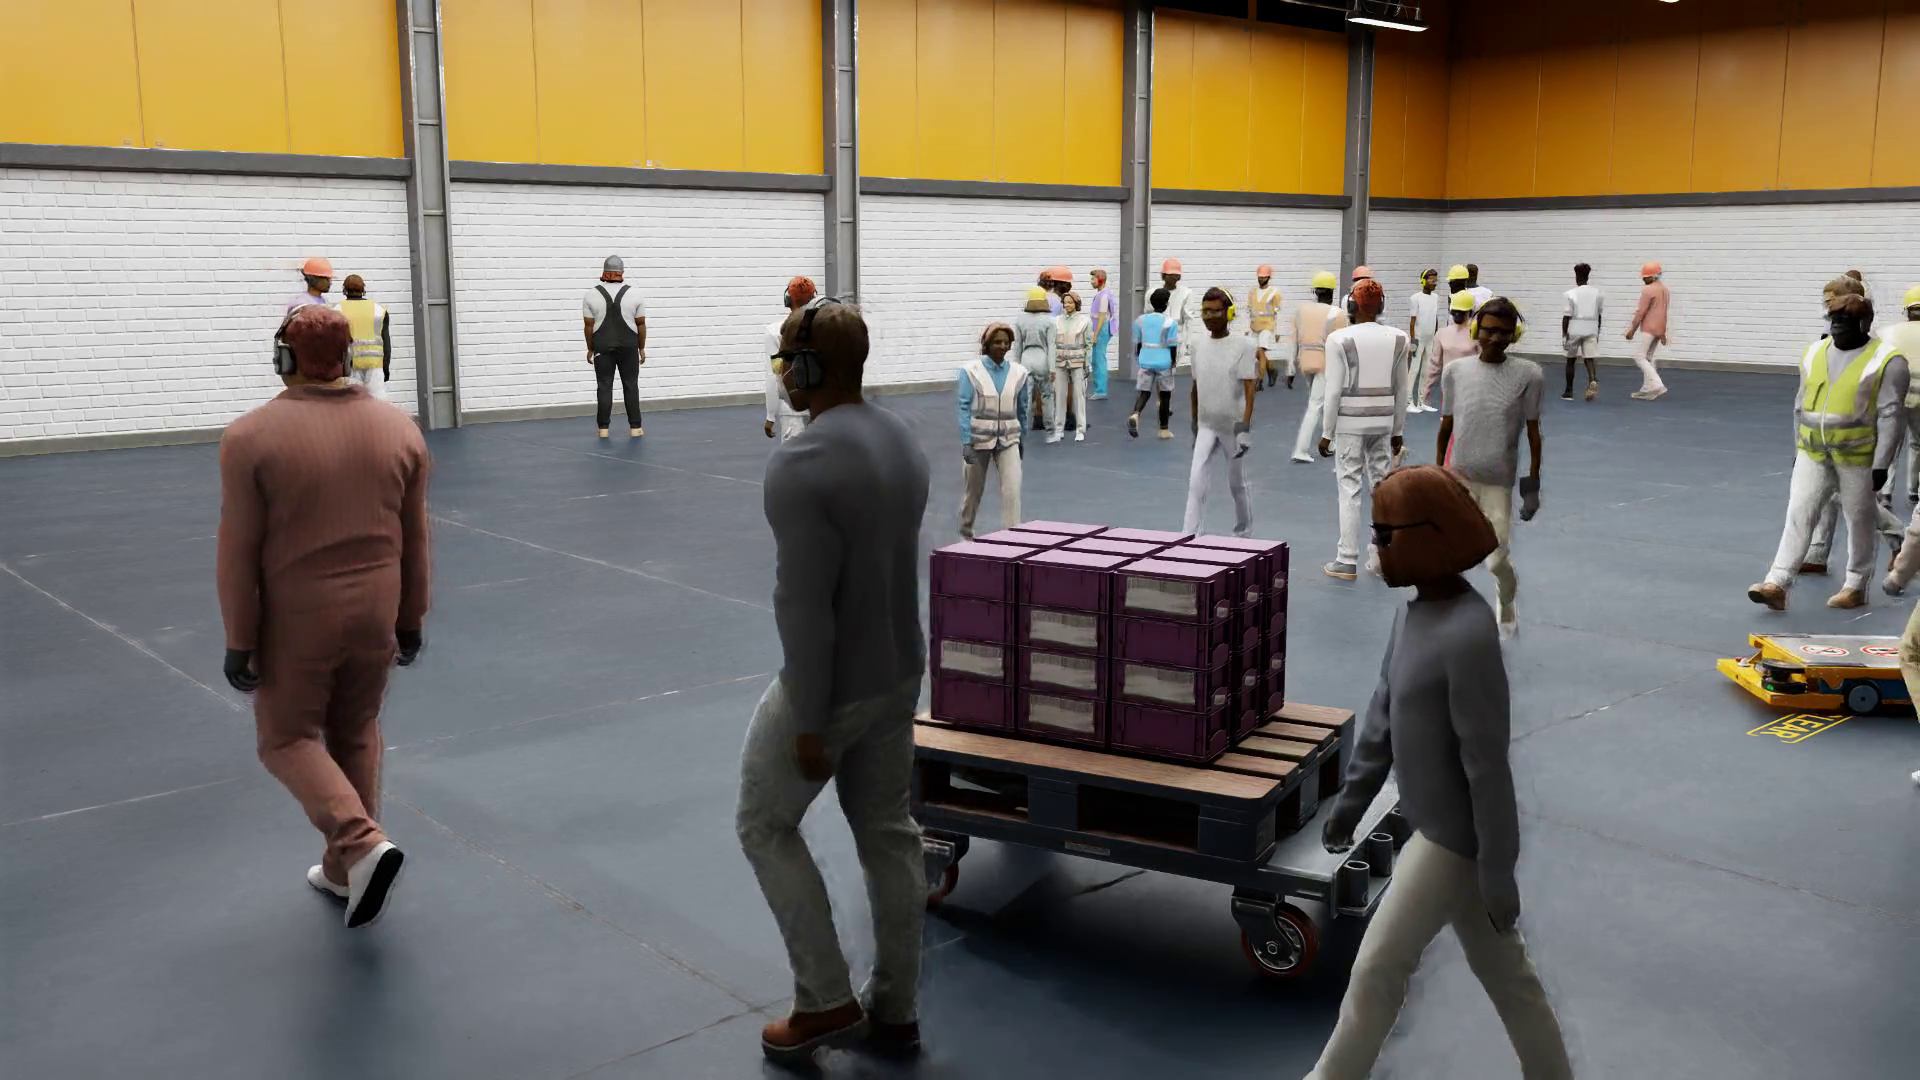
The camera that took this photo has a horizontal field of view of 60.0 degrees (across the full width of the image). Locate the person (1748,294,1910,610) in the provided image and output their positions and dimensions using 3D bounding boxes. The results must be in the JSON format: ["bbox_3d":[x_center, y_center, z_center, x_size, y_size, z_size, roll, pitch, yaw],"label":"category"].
[{"bbox_3d":[4.900,-0.468,9.358,0.934,1.800,0.657,-7,12,-34],"label":"person"}]

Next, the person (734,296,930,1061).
[{"bbox_3d":[-0.309,0.364,4.157,0.515,1.921,0.626,6,11,32],"label":"person"}]

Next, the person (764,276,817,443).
[{"bbox_3d":[-1.092,-0.896,11.650,0.574,1.883,0.360,-4,11,-24],"label":"person"}]

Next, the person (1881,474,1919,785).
[{"bbox_3d":[3.712,0.199,6.060,0.525,1.594,0.500,-2,10,-10],"label":"person"}]

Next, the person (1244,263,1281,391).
[{"bbox_3d":[4.628,-3.218,25.144,0.538,1.917,0.830,9,13,43],"label":"person"}]

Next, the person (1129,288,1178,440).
[{"bbox_3d":[2.127,-1.912,18.170,0.538,1.680,0.641,6,11,32],"label":"person"}]

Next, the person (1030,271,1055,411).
[{"bbox_3d":[1.112,-2.559,21.534,0.522,1.826,0.555,-2,10,-11],"label":"person"}]

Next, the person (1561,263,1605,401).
[{"bbox_3d":[8.659,-2.885,23.133,0.591,1.936,0.786,1,10,4],"label":"person"}]

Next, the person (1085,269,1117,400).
[{"bbox_3d":[1.971,-2.874,23.370,0.438,1.838,0.583,-1,10,-4],"label":"person"}]

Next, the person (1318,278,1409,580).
[{"bbox_3d":[2.531,-0.688,10.440,0.581,1.877,0.339,-3,10,-15],"label":"person"}]

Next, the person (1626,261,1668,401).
[{"bbox_3d":[9.706,-2.924,23.298,0.635,1.959,0.614,-9,13,-44],"label":"person"}]

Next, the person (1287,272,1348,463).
[{"bbox_3d":[3.569,-1.709,16.452,1.036,1.869,0.608,-9,14,-44],"label":"person"}]

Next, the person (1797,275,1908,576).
[{"bbox_3d":[5.568,-0.680,10.310,0.733,1.914,0.628,4,11,24],"label":"person"}]

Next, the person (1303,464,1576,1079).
[{"bbox_3d":[0.977,0.633,3.568,0.888,1.580,0.497,1,10,7],"label":"person"}]

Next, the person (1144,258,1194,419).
[{"bbox_3d":[2.590,-2.477,20.599,0.606,1.979,1.051,0,10,-3],"label":"person"}]

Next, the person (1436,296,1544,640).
[{"bbox_3d":[2.626,-0.299,8.316,0.534,1.838,0.709,5,11,28],"label":"person"}]

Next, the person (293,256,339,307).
[{"bbox_3d":[-6.126,-1.675,15.820,0.504,2.025,0.612,1,10,4],"label":"person"}]

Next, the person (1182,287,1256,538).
[{"bbox_3d":[1.675,-0.713,10.769,0.532,1.813,0.958,7,12,34],"label":"person"}]

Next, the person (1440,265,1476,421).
[{"bbox_3d":[6.048,-2.380,20.238,0.413,1.911,0.626,0,10,2],"label":"person"}]

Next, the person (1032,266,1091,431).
[{"bbox_3d":[1.207,-2.208,19.286,0.810,1.902,0.546,-1,10,-6],"label":"person"}]

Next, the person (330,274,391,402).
[{"bbox_3d":[-6.016,-1.731,16.654,0.624,1.845,0.430,-6,11,-30],"label":"person"}]

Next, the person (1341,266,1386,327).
[{"bbox_3d":[5.072,-2.504,21.050,0.564,1.882,0.978,0,10,2],"label":"person"}]

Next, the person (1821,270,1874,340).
[{"bbox_3d":[13.048,-3.074,24.595,0.646,1.804,0.858,-4,10,-20],"label":"person"}]

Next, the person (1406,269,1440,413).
[{"bbox_3d":[6.015,-2.571,21.543,0.504,1.861,0.330,-7,12,-34],"label":"person"}]

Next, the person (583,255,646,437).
[{"bbox_3d":[-3.866,-2.175,18.676,0.688,2.000,0.539,-2,10,-10],"label":"person"}]

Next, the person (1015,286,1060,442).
[{"bbox_3d":[0.814,-1.868,17.866,0.500,1.707,0.814,5,11,25],"label":"person"}]

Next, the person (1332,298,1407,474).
[{"bbox_3d":[3.762,-1.394,15.196,0.634,1.677,0.537,5,11,26],"label":"person"}]

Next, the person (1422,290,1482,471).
[{"bbox_3d":[4.294,-1.302,14.493,0.560,1.713,0.896,9,14,44],"label":"person"}]

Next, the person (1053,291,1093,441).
[{"bbox_3d":[1.209,-1.902,18.249,0.513,1.641,0.307,4,11,23],"label":"person"}]

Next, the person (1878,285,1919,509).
[{"bbox_3d":[7.634,-1.143,13.370,0.610,1.797,0.843,6,11,31],"label":"person"}]

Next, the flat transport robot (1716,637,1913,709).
[{"bbox_3d":[4.313,0.602,7.591,1.431,0.197,0.652,1,10,4],"label":"flat transport robot"}]

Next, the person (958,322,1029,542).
[{"bbox_3d":[0.194,-0.647,11.023,0.521,1.600,0.828,-3,10,-17],"label":"person"}]

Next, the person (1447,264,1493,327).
[{"bbox_3d":[6.795,-2.716,22.207,0.591,1.915,0.379,1,10,4],"label":"person"}]

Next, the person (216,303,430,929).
[{"bbox_3d":[-1.879,0.235,5.012,0.648,1.884,0.656,8,13,39],"label":"person"}]
